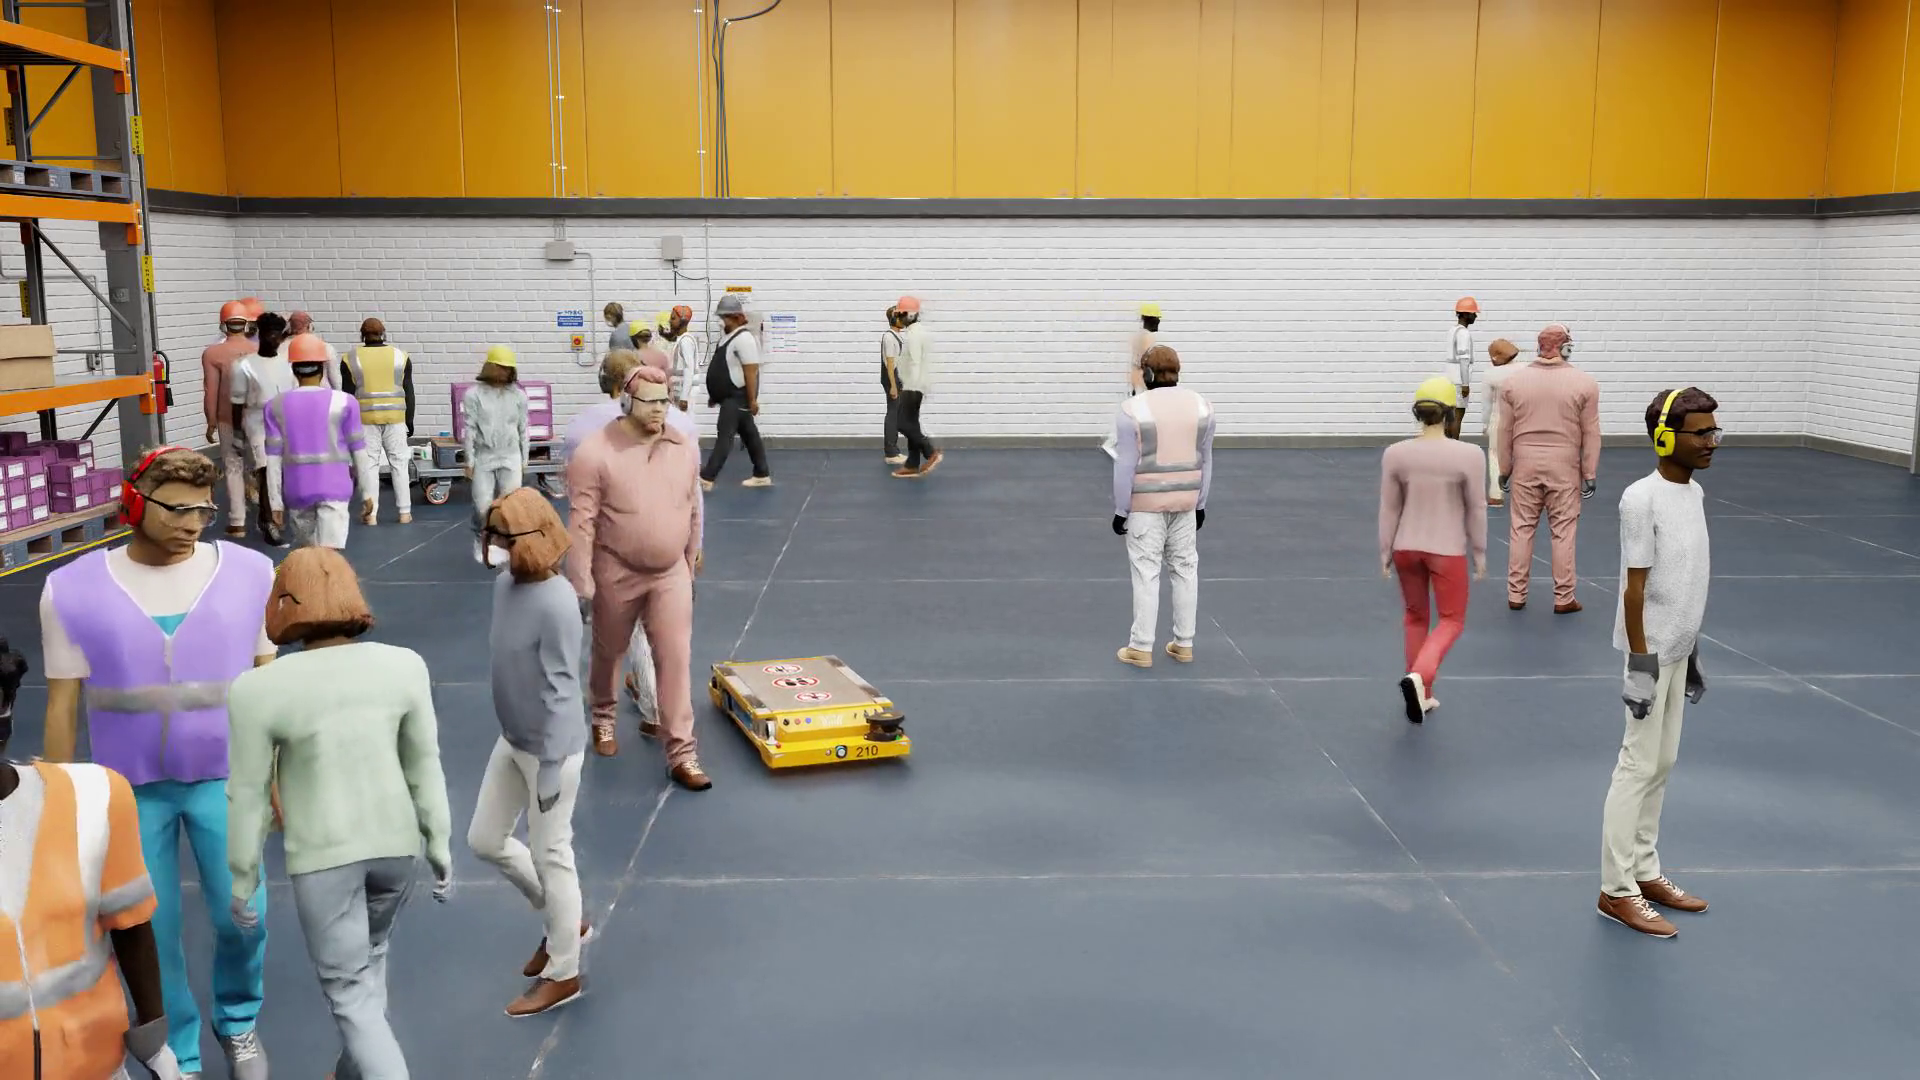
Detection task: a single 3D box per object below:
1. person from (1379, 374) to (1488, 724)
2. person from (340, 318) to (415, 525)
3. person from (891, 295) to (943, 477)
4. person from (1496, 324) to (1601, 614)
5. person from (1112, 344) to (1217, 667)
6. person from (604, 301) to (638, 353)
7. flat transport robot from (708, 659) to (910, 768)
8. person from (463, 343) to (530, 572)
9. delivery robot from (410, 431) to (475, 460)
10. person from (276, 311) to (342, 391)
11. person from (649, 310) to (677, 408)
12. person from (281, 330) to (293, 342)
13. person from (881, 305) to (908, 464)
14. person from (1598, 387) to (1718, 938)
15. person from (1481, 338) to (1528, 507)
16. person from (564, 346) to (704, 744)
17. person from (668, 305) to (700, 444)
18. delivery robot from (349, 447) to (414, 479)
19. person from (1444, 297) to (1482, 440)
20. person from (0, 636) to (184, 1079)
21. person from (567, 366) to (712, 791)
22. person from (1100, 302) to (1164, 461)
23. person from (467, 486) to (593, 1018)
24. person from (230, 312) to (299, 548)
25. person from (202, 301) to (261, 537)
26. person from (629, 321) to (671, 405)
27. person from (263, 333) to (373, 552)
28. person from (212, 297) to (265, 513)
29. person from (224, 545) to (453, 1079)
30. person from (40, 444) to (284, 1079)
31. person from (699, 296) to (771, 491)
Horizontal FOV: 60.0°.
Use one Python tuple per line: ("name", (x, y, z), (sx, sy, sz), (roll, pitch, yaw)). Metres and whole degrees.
("person", (2.316, 0.056, 8.247), (0.535, 1.750, 0.644), (7, 12, 36))
("person", (-5.158, -1.048, 14.767), (0.622, 1.838, 0.429), (-4, 10, -26))
("person", (-0.503, -1.648, 17.988), (0.469, 1.981, 0.646), (0, 9, -2))
("person", (3.886, -0.467, 10.993), (0.652, 1.904, 0.403), (5, 11, 30))
("person", (1.140, -0.193, 9.517), (0.626, 1.842, 0.429), (-4, 10, -23))
("person", (-3.840, -1.848, 19.489), (0.740, 1.891, 0.661), (-1, 9, -4))
("flat transport robot", (-0.776, 0.808, 8.171), (0.652, 0.197, 1.431), (-3, 10, -20))
("person", (-3.444, -0.602, 12.354), (0.498, 1.724, 0.539), (-4, 10, -25))
("delivery robot", (-5.410, -0.905, 17.520), (0.477, 0.478, 0.707), (8, 12, 42))
("person", (-6.142, -1.223, 15.768), (0.645, 1.866, 0.920), (0, 9, -1))
("person", (-3.335, -1.650, 18.540), (0.609, 1.806, 0.600), (1, 9, 4))
("person", (-6.888, -1.342, 17.106), (0.570, 1.656, 0.545), (-8, 12, -39))
("person", (-0.746, -1.804, 19.373), (0.343, 1.846, 0.507), (1, 9, 6))
("person", (2.435, 0.408, 5.736), (0.328, 1.872, 0.513), (8, 13, 42))
("person", (5.282, -1.112, 15.860), (0.618, 1.611, 0.311), (2, 9, 12))
("person", (-1.615, -0.005, 8.209), (0.630, 1.883, 0.969), (-5, 10, -26))
("person", (-2.936, -1.540, 17.632), (0.352, 1.884, 0.579), (-2, 10, -15))
("delivery robot", (-6.008, -0.837, 17.099), (0.707, 0.478, 0.477), (-7, 12, -38))
("person", (5.920, -1.888, 19.604), (0.367, 1.935, 0.552), (0, 9, 1))
("person", (-1.736, 0.949, 3.007), (0.761, 1.673, 0.531), (8, 12, 42))
("person", (-1.456, 0.141, 7.489), (0.663, 1.849, 1.048), (-6, 11, -32))
("person", (2.122, -1.861, 19.604), (0.939, 1.891, 0.596), (0, 9, -1))
("person", (-1.298, 0.642, 5.032), (0.321, 1.621, 0.513), (-8, 12, -39))
("person", (-5.752, -0.930, 13.799), (0.864, 1.933, 0.593), (9, 13, 42))
("person", (-6.103, -1.024, 14.134), (0.622, 1.992, 0.396), (-8, 12, -41))
("person", (-3.296, -1.396, 17.224), (0.552, 1.709, 0.876), (-8, 12, -41))
("person", (-3.832, -0.278, 9.914), (0.551, 1.893, 0.985), (-1, 9, -5))
("person", (-6.588, -1.241, 15.434), (0.538, 2.000, 0.747), (9, 13, 43))
("person", (-1.506, 0.810, 4.142), (0.523, 1.580, 0.822), (-9, 13, -43))
("person", (-2.079, 0.652, 4.386), (0.591, 1.818, 0.453), (-5, 11, -28))
("person", (-2.387, -1.529, 17.090), (1.014, 2.000, 0.695), (-3, 10, -19))
